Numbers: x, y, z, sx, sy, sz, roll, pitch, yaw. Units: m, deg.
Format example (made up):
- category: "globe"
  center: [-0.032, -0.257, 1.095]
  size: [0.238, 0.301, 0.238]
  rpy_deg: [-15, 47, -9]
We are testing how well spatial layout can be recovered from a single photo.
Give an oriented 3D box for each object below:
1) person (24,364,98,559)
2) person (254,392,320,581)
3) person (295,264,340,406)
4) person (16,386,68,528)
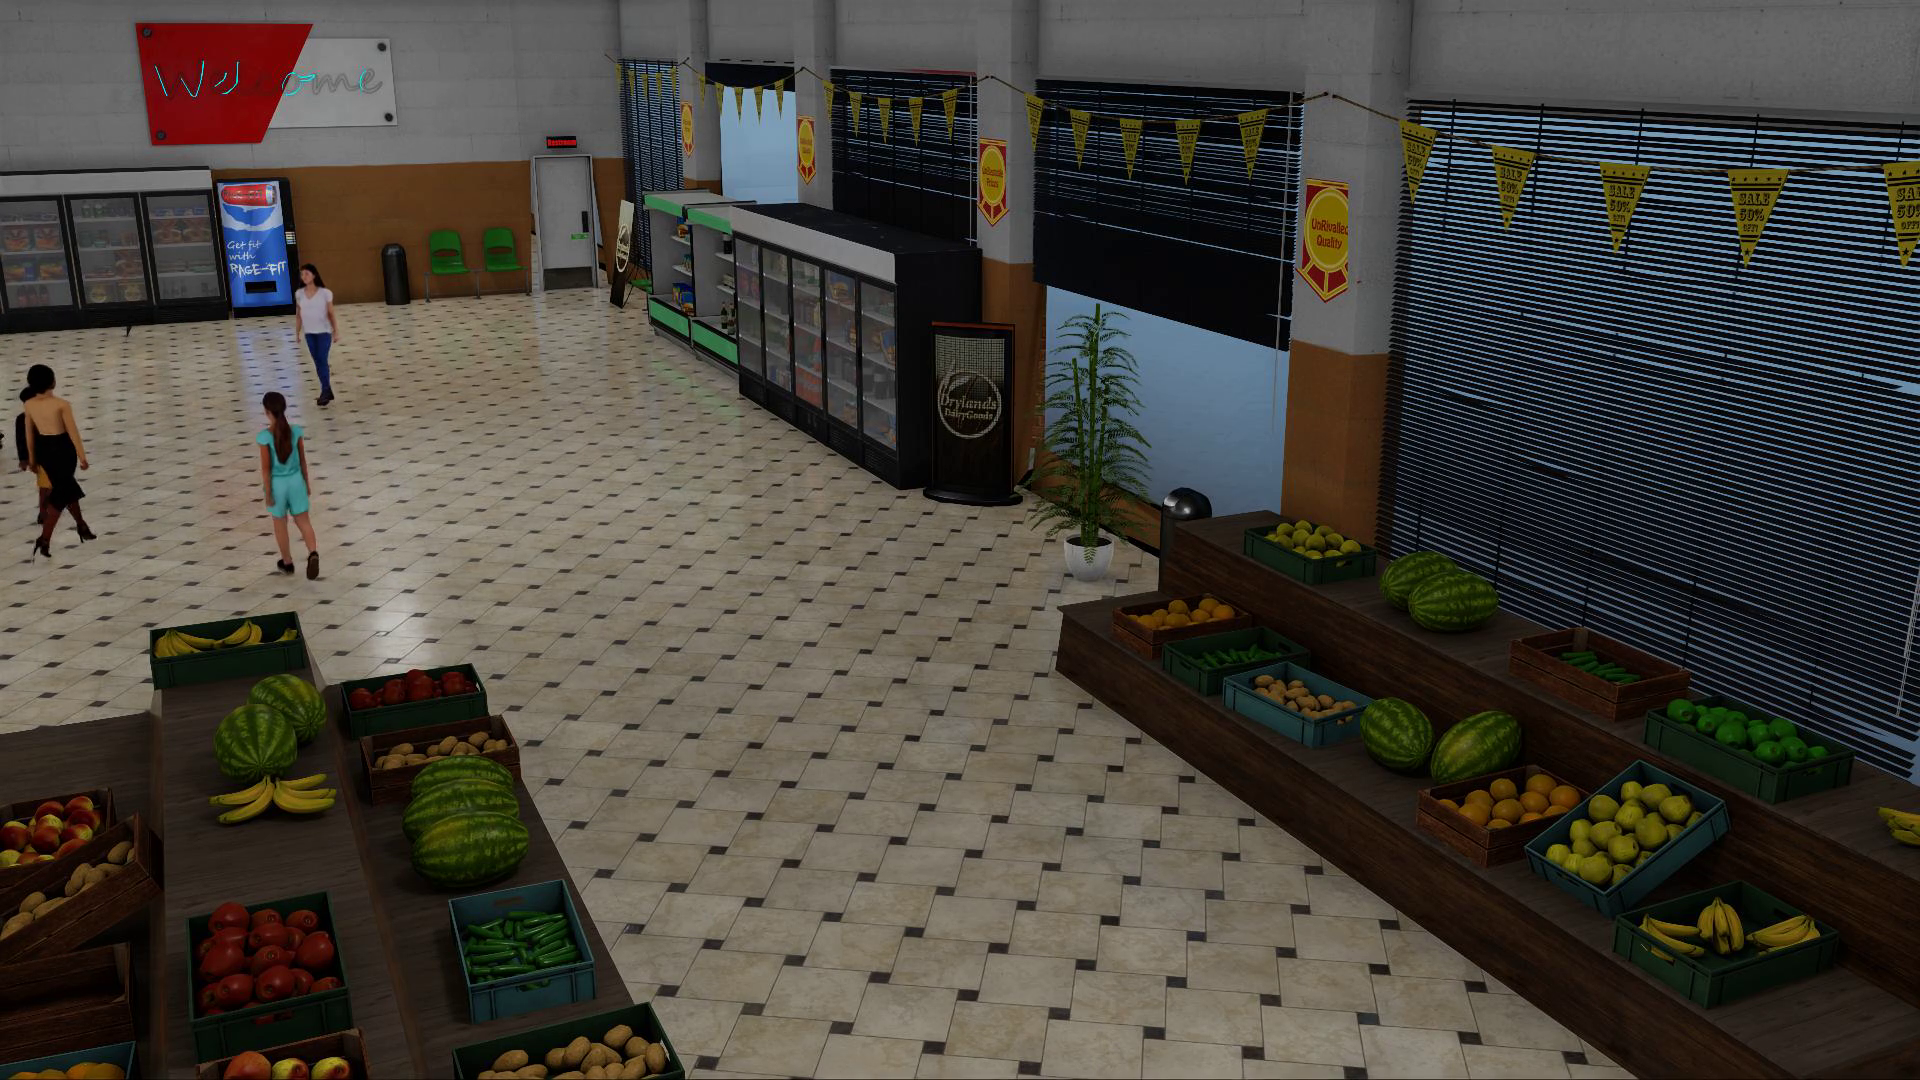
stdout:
- category: "person"
  center: [-7.613, -0.622, 13.936]
  size: [0.948, 1.614, 1.105]
  rpy_deg: [2, 17, 8]
- category: "person"
  center: [-5.398, -0.421, 13.399]
  size: [0.706, 1.542, 1.029]
  rpy_deg: [-14, 22, -38]
- category: "person"
  center: [-7.619, -2.442, 19.849]
  size: [0.832, 1.661, 0.923]
  rpy_deg: [2, 17, 6]
- category: "person"
  center: [-8.287, -0.734, 14.938]
  size: [0.754, 1.246, 0.876]
  rpy_deg: [2, 17, 8]
